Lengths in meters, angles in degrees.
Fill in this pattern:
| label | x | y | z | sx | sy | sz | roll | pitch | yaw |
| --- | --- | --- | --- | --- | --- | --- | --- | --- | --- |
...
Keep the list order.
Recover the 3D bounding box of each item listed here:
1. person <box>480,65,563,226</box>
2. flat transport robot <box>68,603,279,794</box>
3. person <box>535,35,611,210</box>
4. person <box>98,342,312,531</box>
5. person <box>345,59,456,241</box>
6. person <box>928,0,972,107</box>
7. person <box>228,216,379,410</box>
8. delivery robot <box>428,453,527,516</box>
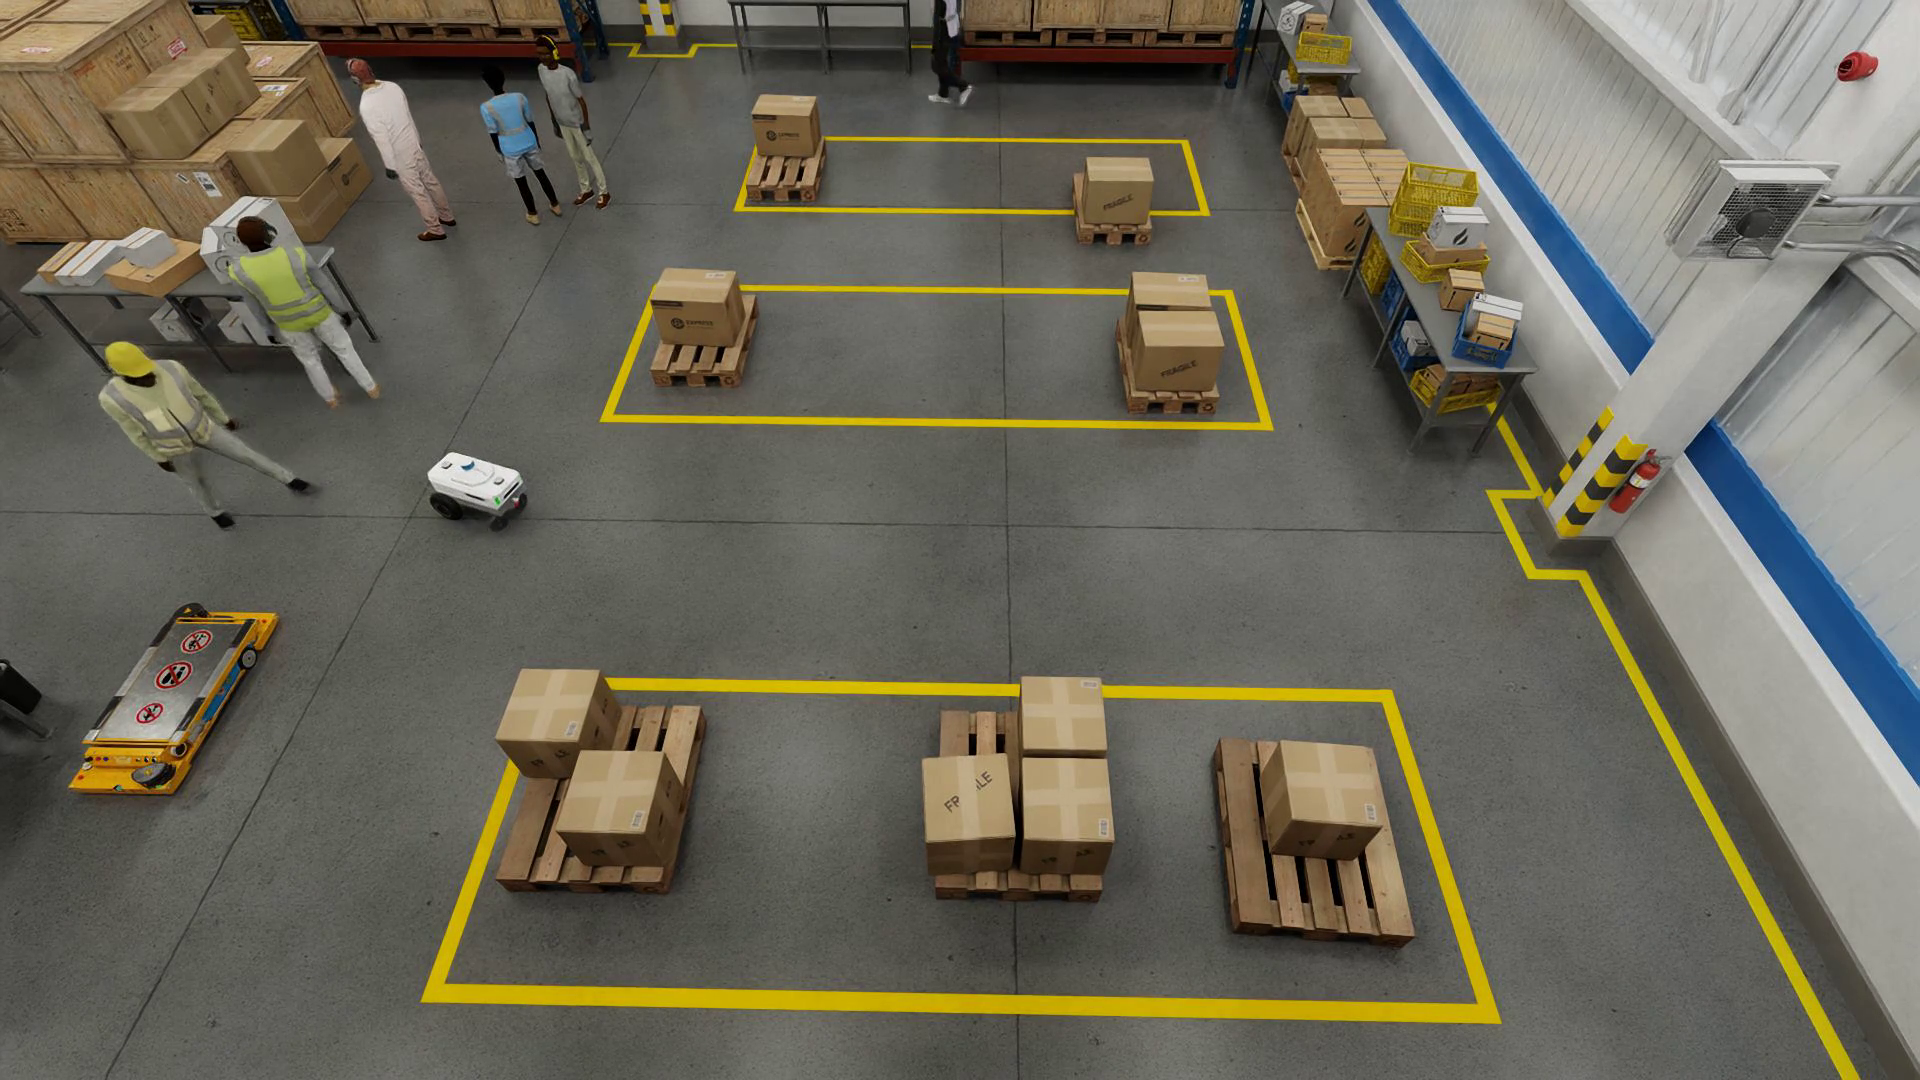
| label | x | y | z | sx | sy | sz | roll | pitch | yaw |
| --- | --- | --- | --- | --- | --- | --- | --- | --- | --- |
| person | -4.857 | -4.334 | 10.098 | 0.319 | 1.687 | 0.535 | 35 | 58 | 26 |
| flat transport robot | -5.504 | 1.072 | 6.442 | 0.652 | 0.197 | 1.431 | 1 | 50 | 1 |
| person | -4.346 | -4.629 | 10.223 | 0.522 | 1.875 | 0.323 | 15 | 52 | 13 |
| person | -5.908 | -0.834 | 7.070 | 0.478 | 1.798 | 0.715 | 27 | 55 | 21 |
| person | -5.987 | -4.148 | 9.800 | 0.406 | 1.902 | 0.639 | 5 | 50 | 4 |
| person | -0.173 | -6.563 | 11.842 | 0.552 | 1.896 | 0.628 | 6 | 50 | 5 |
| person | -5.714 | -1.939 | 7.990 | 0.677 | 1.832 | 0.430 | -26 | 55 | -20 |
| delivery robot | -3.952 | -0.475 | 7.507 | 0.707 | 0.478 | 0.477 | 15 | 52 | 13 |
